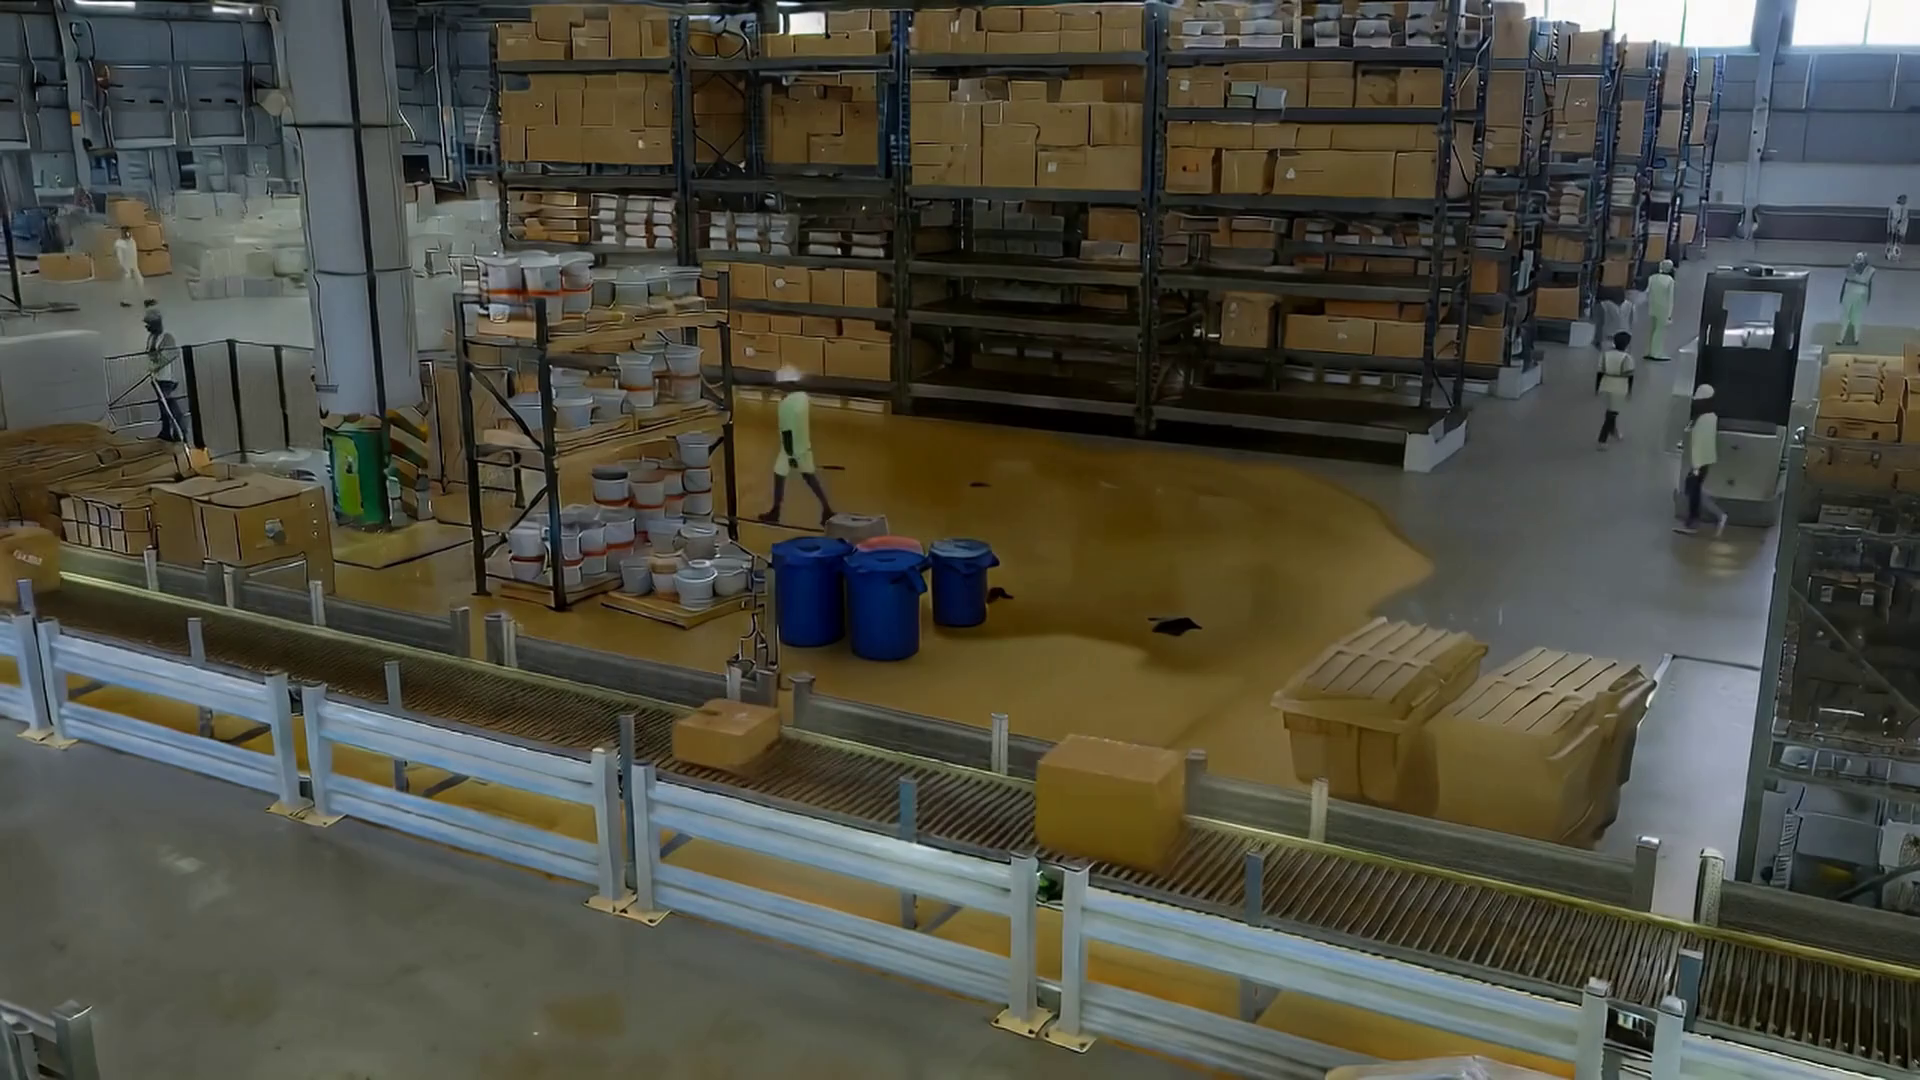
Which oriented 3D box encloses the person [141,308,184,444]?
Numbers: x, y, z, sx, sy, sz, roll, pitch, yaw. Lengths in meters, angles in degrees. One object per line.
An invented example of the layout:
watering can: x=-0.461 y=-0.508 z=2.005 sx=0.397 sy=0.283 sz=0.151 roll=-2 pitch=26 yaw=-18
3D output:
person: x=-11.372 y=-2.335 z=23.680 sx=0.543 sy=1.939 sz=0.371 roll=9 pitch=18 yaw=31

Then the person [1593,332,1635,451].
person: x=9.224 y=-2.094 z=23.329 sx=0.881 sy=1.641 sz=0.541 roll=-11 pitch=19 yaw=-36

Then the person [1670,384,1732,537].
person: x=8.343 y=-0.864 z=18.558 sx=0.551 sy=1.731 sz=0.541 roll=9 pitch=18 yaw=32

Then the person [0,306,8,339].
person: x=-15.316 y=-2.916 z=26.457 sx=0.459 sy=1.622 sz=0.531 roll=-5 pitch=16 yaw=-18

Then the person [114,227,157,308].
person: x=-19.387 y=-6.362 z=38.914 sx=1.019 sy=1.882 sz=0.658 roll=5 pitch=16 yaw=19

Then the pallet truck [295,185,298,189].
pallet truck: x=-26.804 y=-14.617 z=69.738 sx=1.885 sy=1.965 sz=0.823 roll=-14 pitch=20 yaw=-42

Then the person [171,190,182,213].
person: x=-27.564 y=-11.492 z=58.606 sx=0.391 sy=1.674 sz=0.555 roll=1 pitch=15 yaw=5

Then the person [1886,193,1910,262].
person: x=28.292 y=-9.423 z=50.129 sx=0.374 sy=2.043 sz=0.614 roll=-11 pitch=18 yaw=-35

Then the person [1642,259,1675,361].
person: x=13.121 y=-4.295 z=31.135 sx=0.399 sy=1.900 sz=0.645 roll=-6 pitch=16 yaw=-21

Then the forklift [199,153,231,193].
forklift: x=-27.440 y=-12.865 z=61.464 sx=1.873 sy=2.768 sz=1.129 roll=8 pitch=17 yaw=28

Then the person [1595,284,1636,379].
person: x=10.907 y=-3.348 z=27.721 sx=0.628 sy=1.831 sz=0.475 roll=4 pitch=15 yaw=15

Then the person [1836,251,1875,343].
person: x=18.046 y=-4.903 z=33.512 sx=0.570 sy=1.843 sz=0.373 roll=11 pitch=18 yaw=35

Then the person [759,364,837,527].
person: x=-1.863 y=-1.075 z=19.051 sx=1.019 sy=1.897 sz=0.541 roll=9 pitch=18 yaw=31

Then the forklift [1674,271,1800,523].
forklift: x=9.269 y=-1.763 z=19.726 sx=1.129 sy=2.768 sz=1.873 roll=8 pitch=17 yaw=27

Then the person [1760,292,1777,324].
person: x=14.637 y=-3.912 z=30.191 sx=0.269 sy=1.632 sz=0.505 roll=14 pitch=20 yaw=42

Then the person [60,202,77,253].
person: x=-25.527 y=-8.688 z=47.609 sx=0.648 sy=1.915 sz=0.688 roll=9 pitch=18 yaw=31
